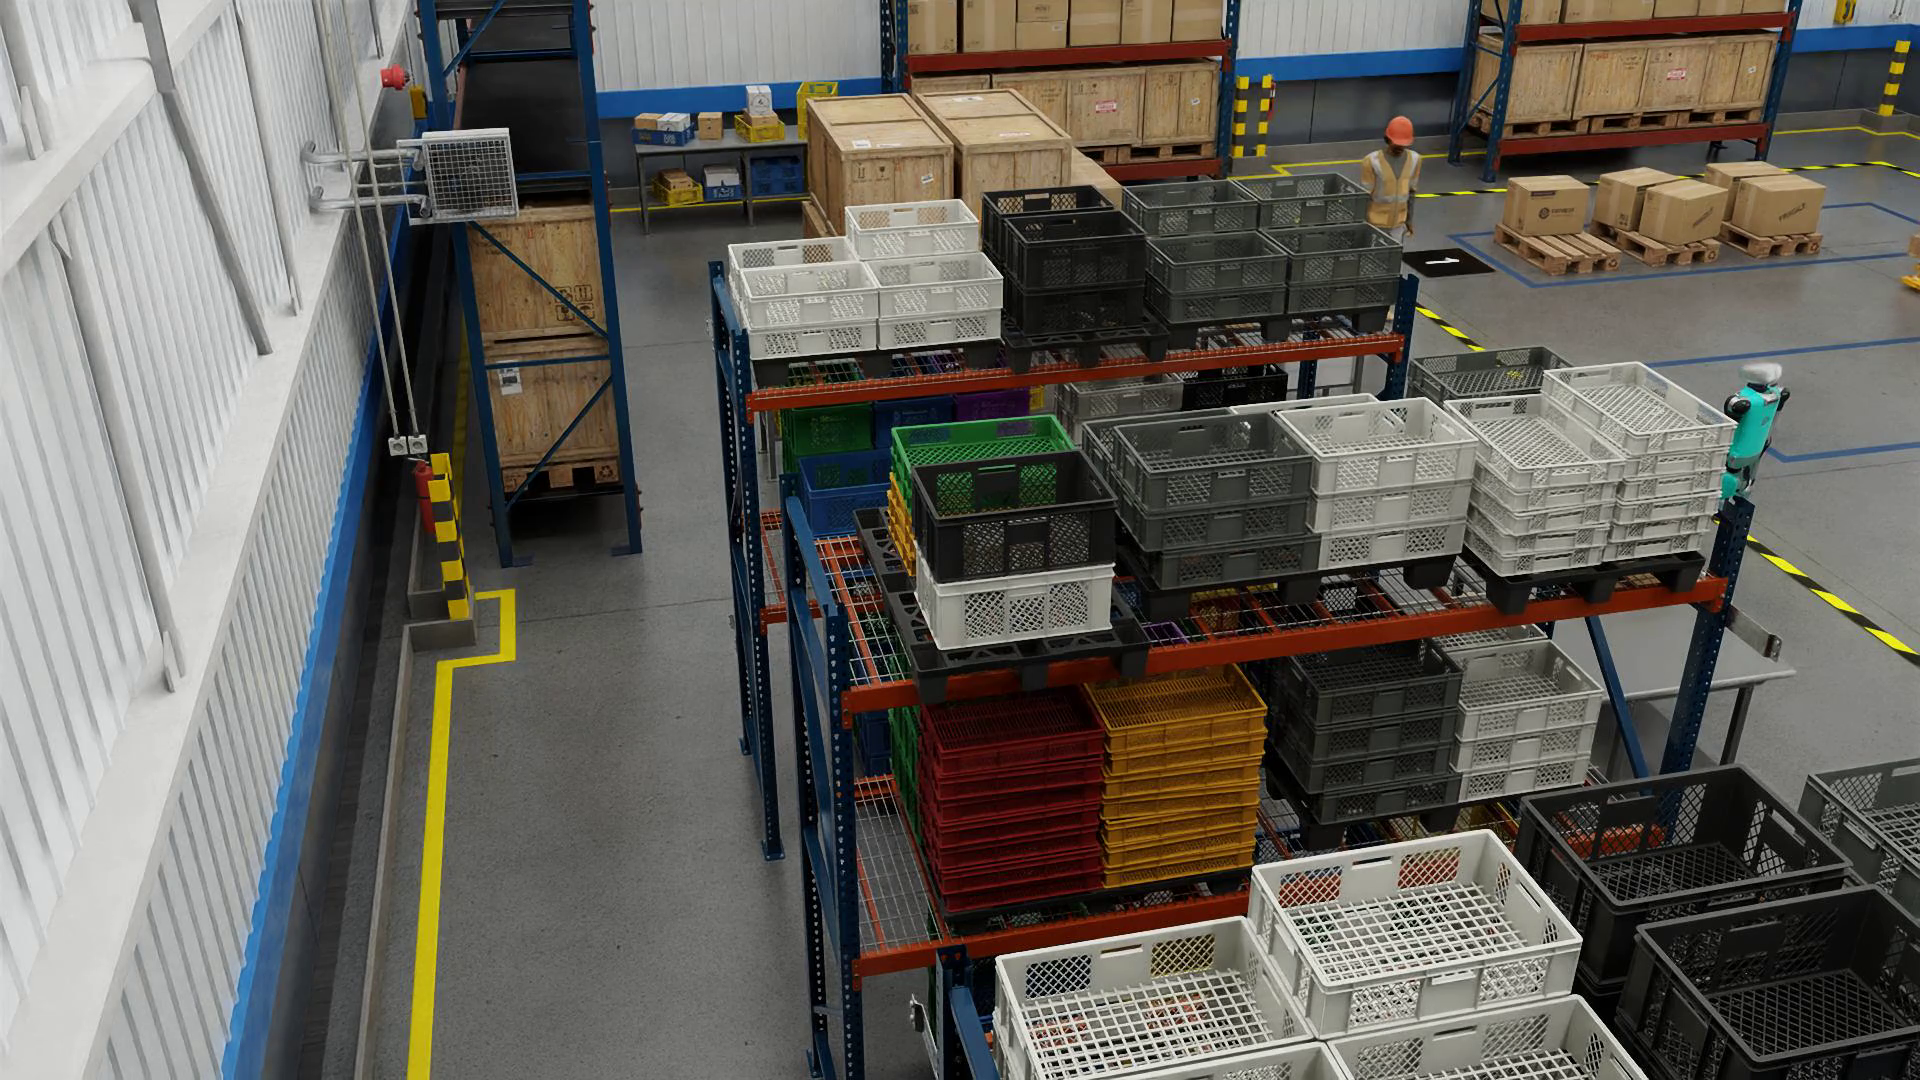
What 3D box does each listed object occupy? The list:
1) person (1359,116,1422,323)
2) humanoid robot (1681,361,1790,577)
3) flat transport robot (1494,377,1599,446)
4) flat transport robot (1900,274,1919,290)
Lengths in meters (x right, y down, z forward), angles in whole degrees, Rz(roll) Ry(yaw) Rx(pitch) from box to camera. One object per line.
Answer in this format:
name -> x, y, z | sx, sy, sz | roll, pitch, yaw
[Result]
person -> 4.101, -3.054, 15.952 | 0.609, 2.030, 0.403 | -7, 29, -13
humanoid robot -> 5.040, -0.484, 11.242 | 0.533, 1.681, 0.735 | -15, 31, -26
flat transport robot -> 4.780, -1.036, 14.013 | 0.659, 0.231, 1.431 | -6, 28, -12
flat transport robot -> 10.548, -2.697, 17.134 | 1.431, 0.197, 0.652 | -6, 28, -12
